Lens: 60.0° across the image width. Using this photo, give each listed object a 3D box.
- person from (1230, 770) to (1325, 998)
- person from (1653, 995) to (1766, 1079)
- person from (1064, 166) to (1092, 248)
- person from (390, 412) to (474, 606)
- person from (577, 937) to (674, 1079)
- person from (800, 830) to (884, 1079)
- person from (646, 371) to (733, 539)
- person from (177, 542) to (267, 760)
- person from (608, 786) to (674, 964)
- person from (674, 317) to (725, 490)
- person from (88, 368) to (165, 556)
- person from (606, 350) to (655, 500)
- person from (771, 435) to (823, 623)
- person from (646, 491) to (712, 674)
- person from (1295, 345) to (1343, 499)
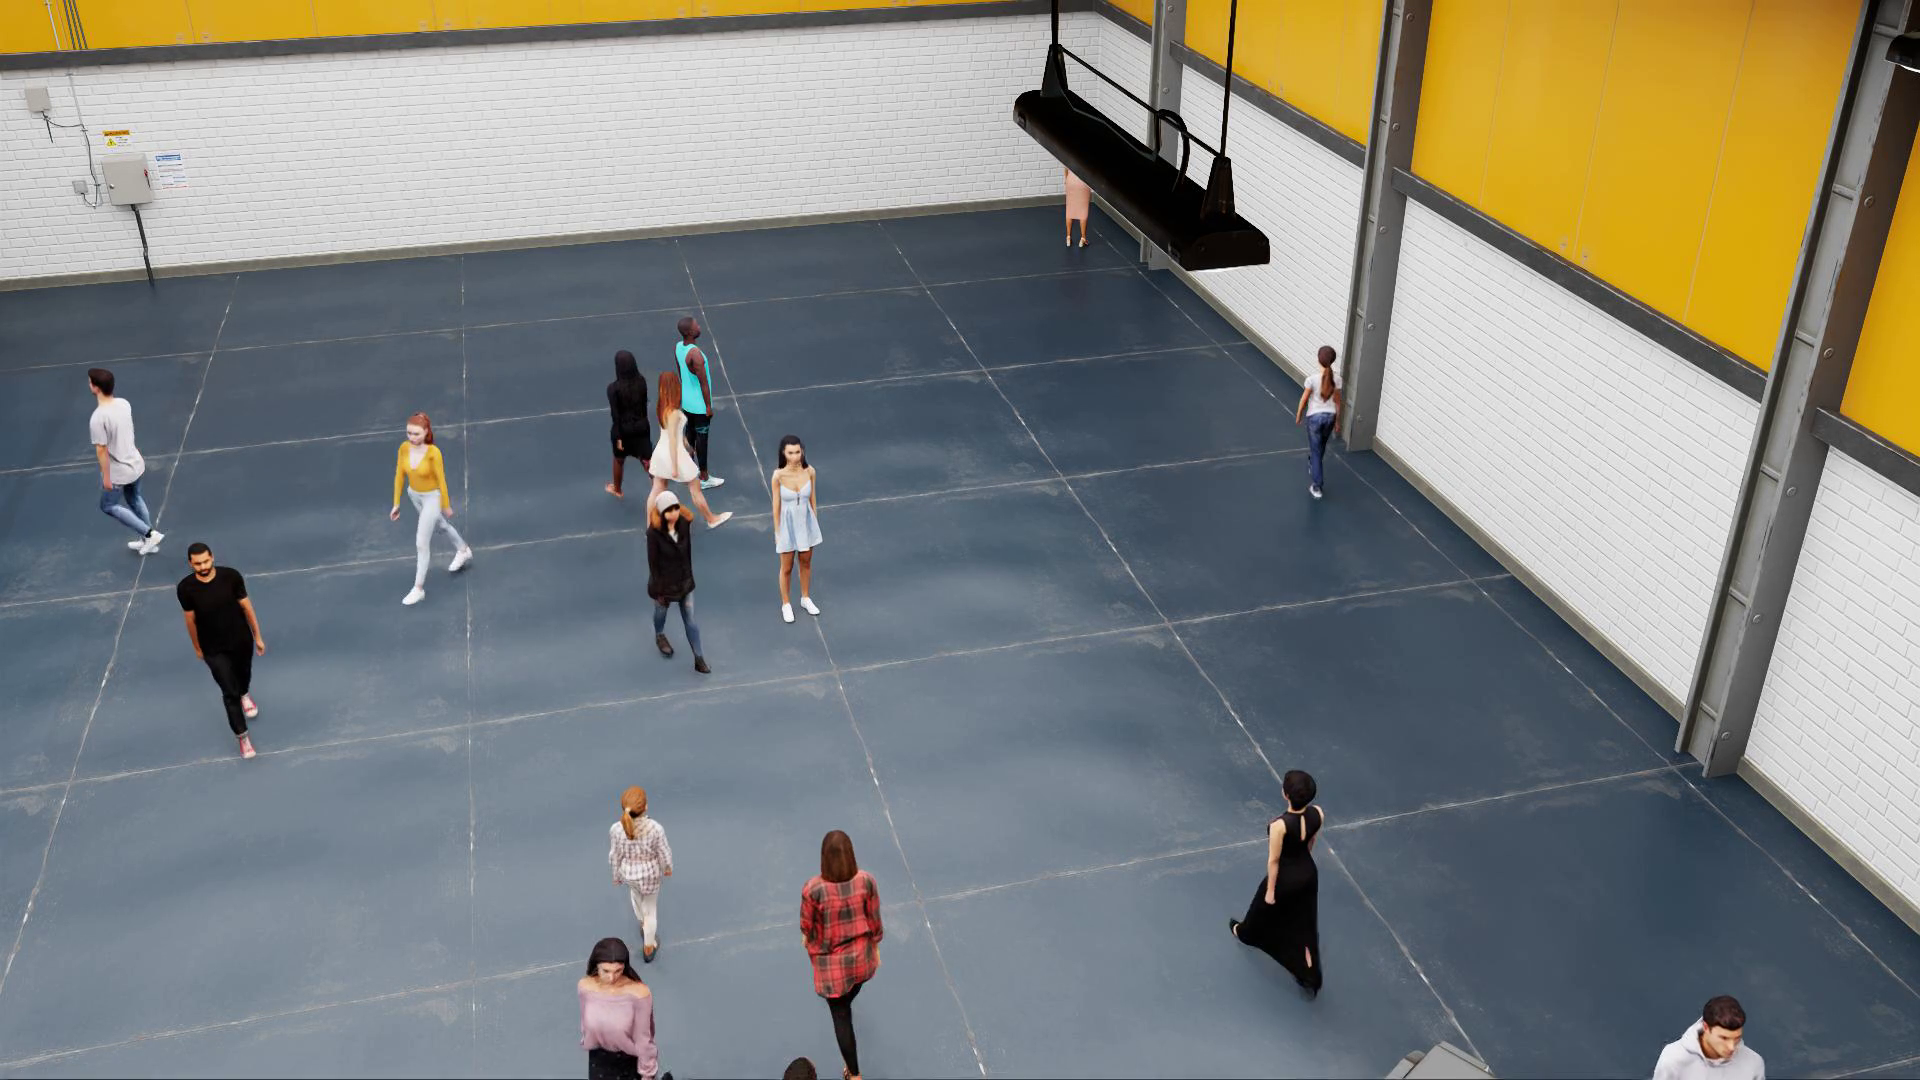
[{"bbox_3d":[2.134,2.195,10.458,0.759,1.553,1.091,-14,32,-25],"label":"person"},{"bbox_3d":[3.748,3.019,8.598,0.880,1.886,1.307,-1,29,-2],"label":"person"},{"bbox_3d":[1.667,-5.044,23.437,0.671,1.831,0.693,10,30,18],"label":"person"},{"bbox_3d":[-4.742,-0.357,14.987,1.103,1.695,1.260,12,31,20],"label":"person"},{"bbox_3d":[-1.790,2.813,9.079,0.887,1.788,1.096,7,29,13],"label":"person"},{"bbox_3d":[-0.668,2.515,9.771,0.684,1.648,1.086,-11,30,-19],"label":"person"},{"bbox_3d":[-2.821,-0.761,15.755,0.803,1.669,1.068,-16,33,-27],"label":"person"},{"bbox_3d":[-5.703,0.754,12.922,0.913,1.722,1.233,-18,34,-30],"label":"person"},{"bbox_3d":[-2.077,2.190,10.736,0.649,1.295,0.743,2,29,3],"label":"person"},{"bbox_3d":[-2.677,-1.391,16.762,0.732,1.811,0.601,-23,36,-36],"label":"person"},{"bbox_3d":[-7.695,-0.683,15.395,0.883,1.876,0.806,4,29,8],"label":"person"},{"bbox_3d":[-3.137,-1.004,16.200,1.303,1.670,1.055,25,38,38],"label":"person"},{"bbox_3d":[-1.437,-0.121,14.518,0.633,1.730,0.600,-14,32,-25],"label":"person"},{"bbox_3d":[-2.446,0.318,13.854,0.883,1.596,1.132,-20,34,-32],"label":"person"},{"bbox_3d":[3.630,-1.168,16.639,0.646,1.536,0.979,-3,29,-5],"label":"person"}]
